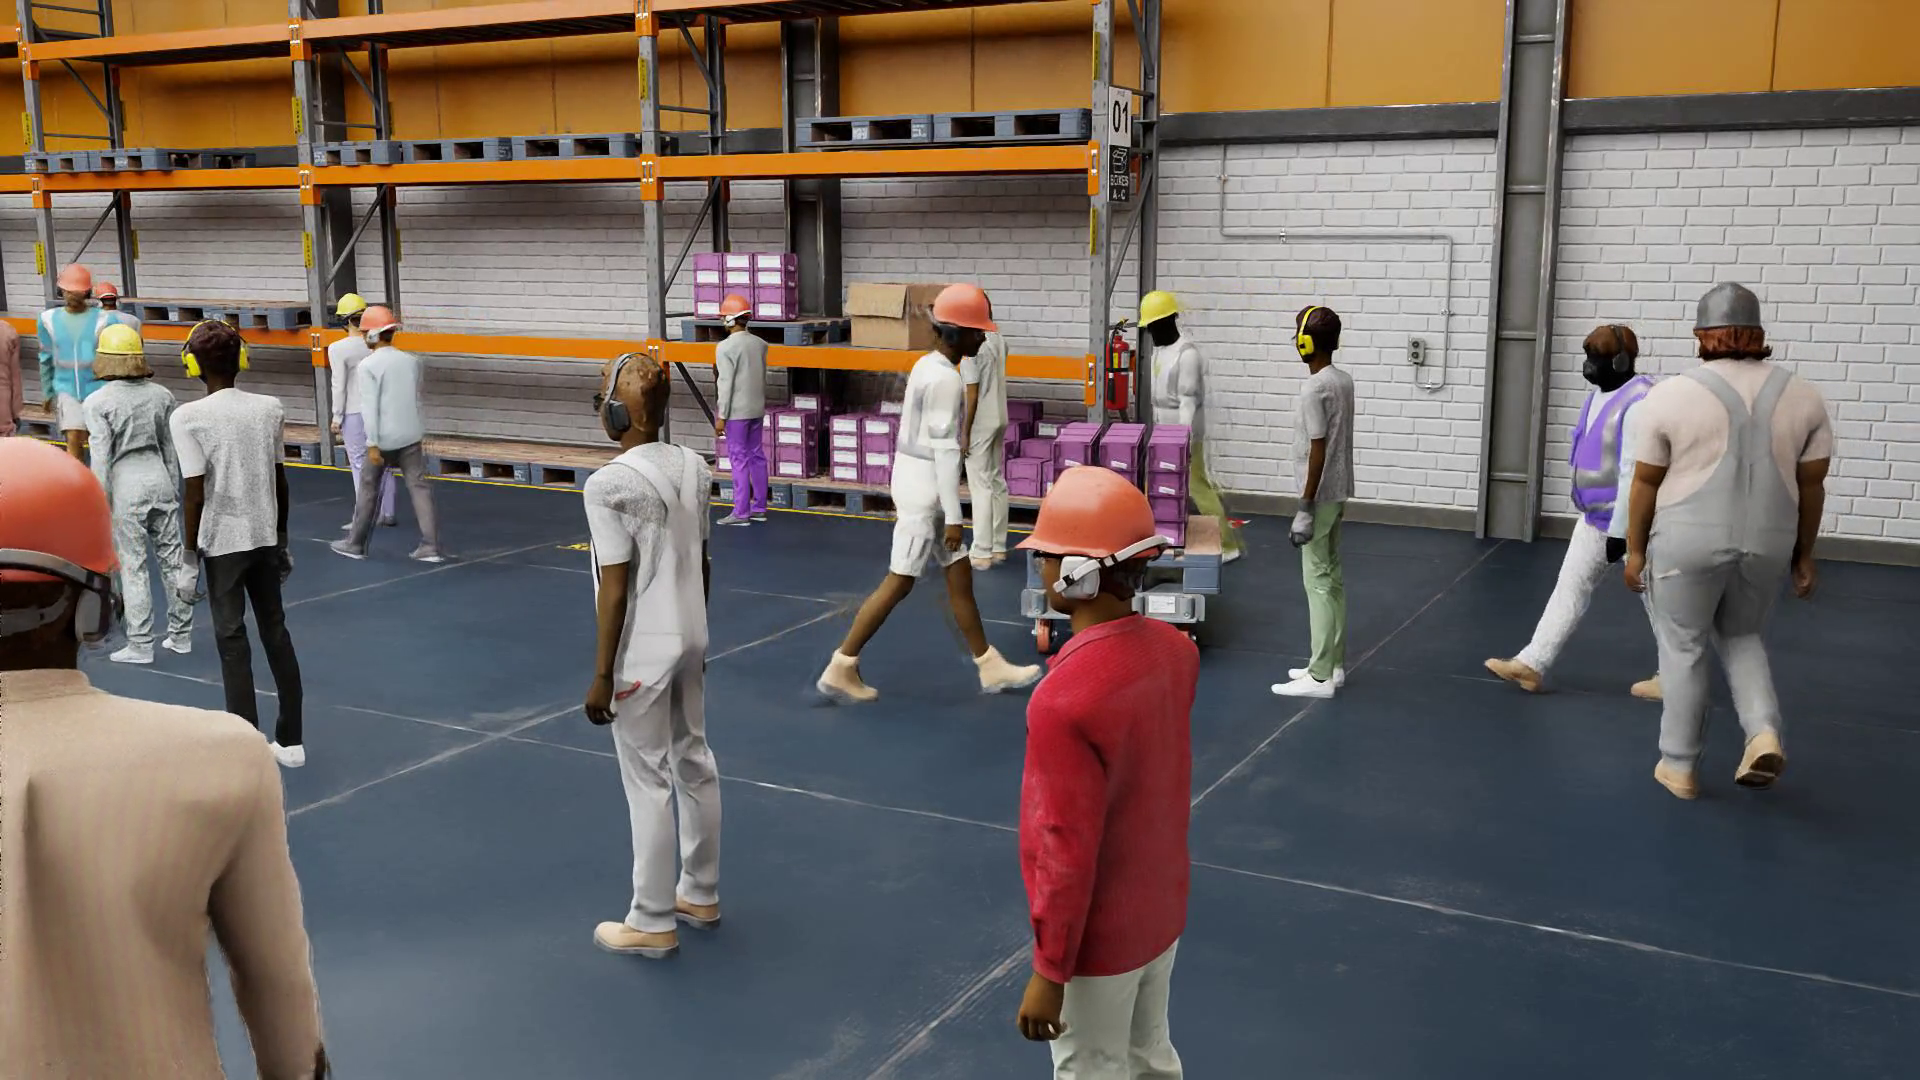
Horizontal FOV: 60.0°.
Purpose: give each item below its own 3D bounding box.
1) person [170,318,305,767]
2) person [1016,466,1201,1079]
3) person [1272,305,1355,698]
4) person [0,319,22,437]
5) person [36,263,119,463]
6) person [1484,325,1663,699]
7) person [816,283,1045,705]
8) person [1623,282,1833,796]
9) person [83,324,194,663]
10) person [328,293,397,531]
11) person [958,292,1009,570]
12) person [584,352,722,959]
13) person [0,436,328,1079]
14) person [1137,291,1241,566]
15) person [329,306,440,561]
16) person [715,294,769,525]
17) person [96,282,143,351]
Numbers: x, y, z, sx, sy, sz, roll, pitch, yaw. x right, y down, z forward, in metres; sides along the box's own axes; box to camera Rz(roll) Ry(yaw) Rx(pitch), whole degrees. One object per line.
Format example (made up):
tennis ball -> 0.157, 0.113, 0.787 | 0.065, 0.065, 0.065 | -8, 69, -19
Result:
person -> -2.918, 0.051, 6.685 | 0.336, 1.864, 0.521 | 6, 12, 30
person -> 0.262, 0.726, 3.276 | 0.338, 1.752, 0.564 | 6, 12, 30
person -> 1.693, -0.173, 7.914 | 0.336, 1.864, 0.521 | 6, 12, 30
person -> -6.898, -0.875, 11.650 | 0.400, 1.905, 0.643 | 6, 12, 30
person -> -6.971, -1.211, 13.273 | 0.652, 1.998, 0.905 | -3, 11, -16
person -> 3.047, -0.114, 7.807 | 1.007, 1.777, 0.639 | -1, 10, -3
person -> -0.175, -0.202, 7.766 | 1.085, 1.981, 0.663 | -1, 10, -5
person -> 2.949, -0.001, 6.481 | 0.698, 2.000, 0.577 | 0, 10, 2
person -> -4.258, -0.236, 8.582 | 0.311, 1.744, 0.486 | 6, 12, 30
person -> -4.472, -0.945, 12.405 | 0.327, 1.769, 0.525 | 6, 12, 30
person -> 0.135, -0.719, 10.962 | 0.351, 1.842, 0.507 | 6, 12, 30
person -> -0.947, 0.354, 5.068 | 0.351, 1.846, 0.507 | 6, 12, 30
person -> -1.139, 0.844, 2.149 | 0.629, 1.940, 1.036 | -5, 11, -24
person -> 1.407, -0.703, 10.902 | 1.025, 1.845, 0.664 | -4, 11, -20
person -> -3.899, -0.711, 11.241 | 0.858, 1.713, 0.566 | 5, 12, 27
person -> -1.683, -0.987, 12.669 | 0.338, 1.752, 0.564 | 6, 12, 30
person -> -8.222, -1.628, 16.193 | 0.339, 1.747, 0.564 | 6, 12, 30
